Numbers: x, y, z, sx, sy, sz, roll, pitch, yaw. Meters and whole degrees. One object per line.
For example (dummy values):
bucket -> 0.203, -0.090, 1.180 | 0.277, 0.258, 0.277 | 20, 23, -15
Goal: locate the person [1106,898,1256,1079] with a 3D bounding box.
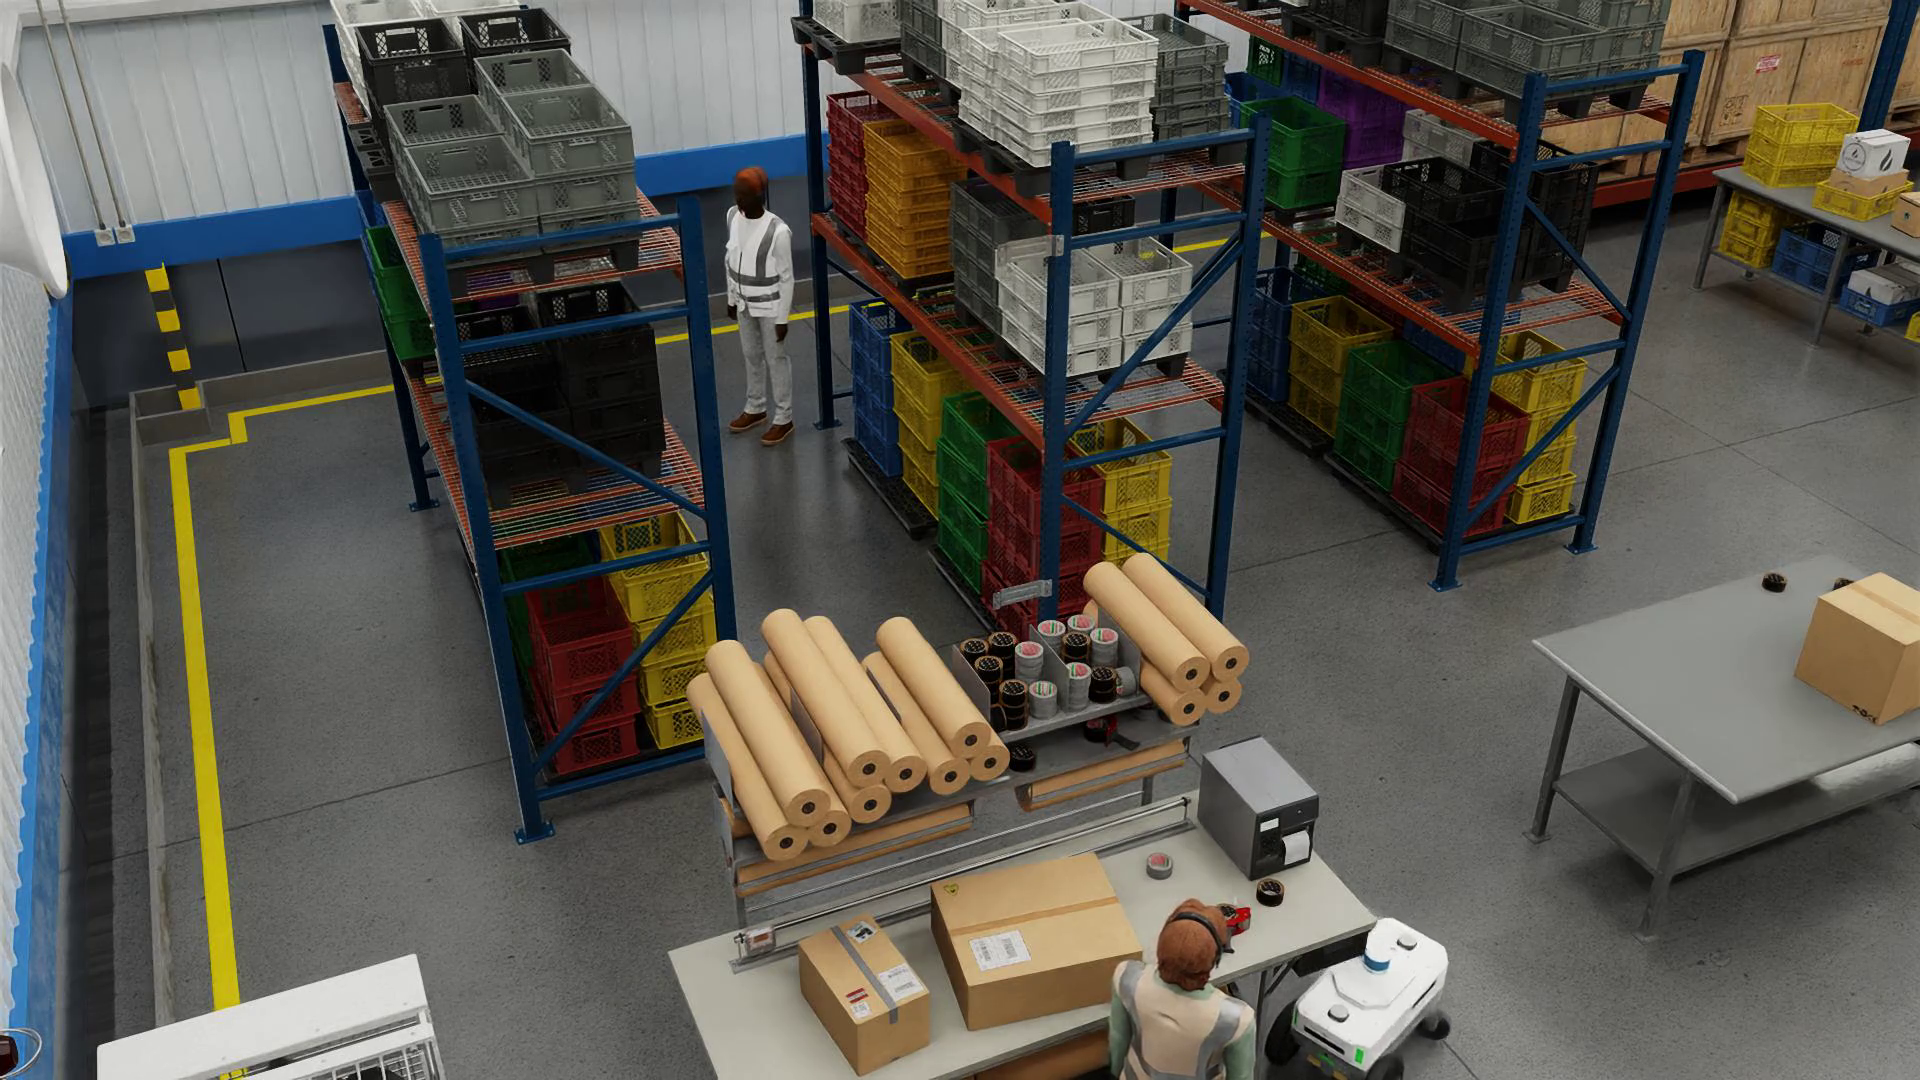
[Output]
person -> 0.726, 1.881, 5.599 | 0.514, 1.631, 0.312 | 16, 35, 24

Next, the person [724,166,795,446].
person -> -1.324, -1.534, 10.908 | 0.576, 1.885, 0.355 | 24, 39, 33

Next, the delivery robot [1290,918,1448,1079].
delivery robot -> 1.640, 1.818, 6.637 | 0.477, 0.478, 0.707 | 26, 40, 36

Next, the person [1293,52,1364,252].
person -> 3.064, -3.322, 13.773 | 0.632, 1.932, 0.362 | 4, 32, 6
